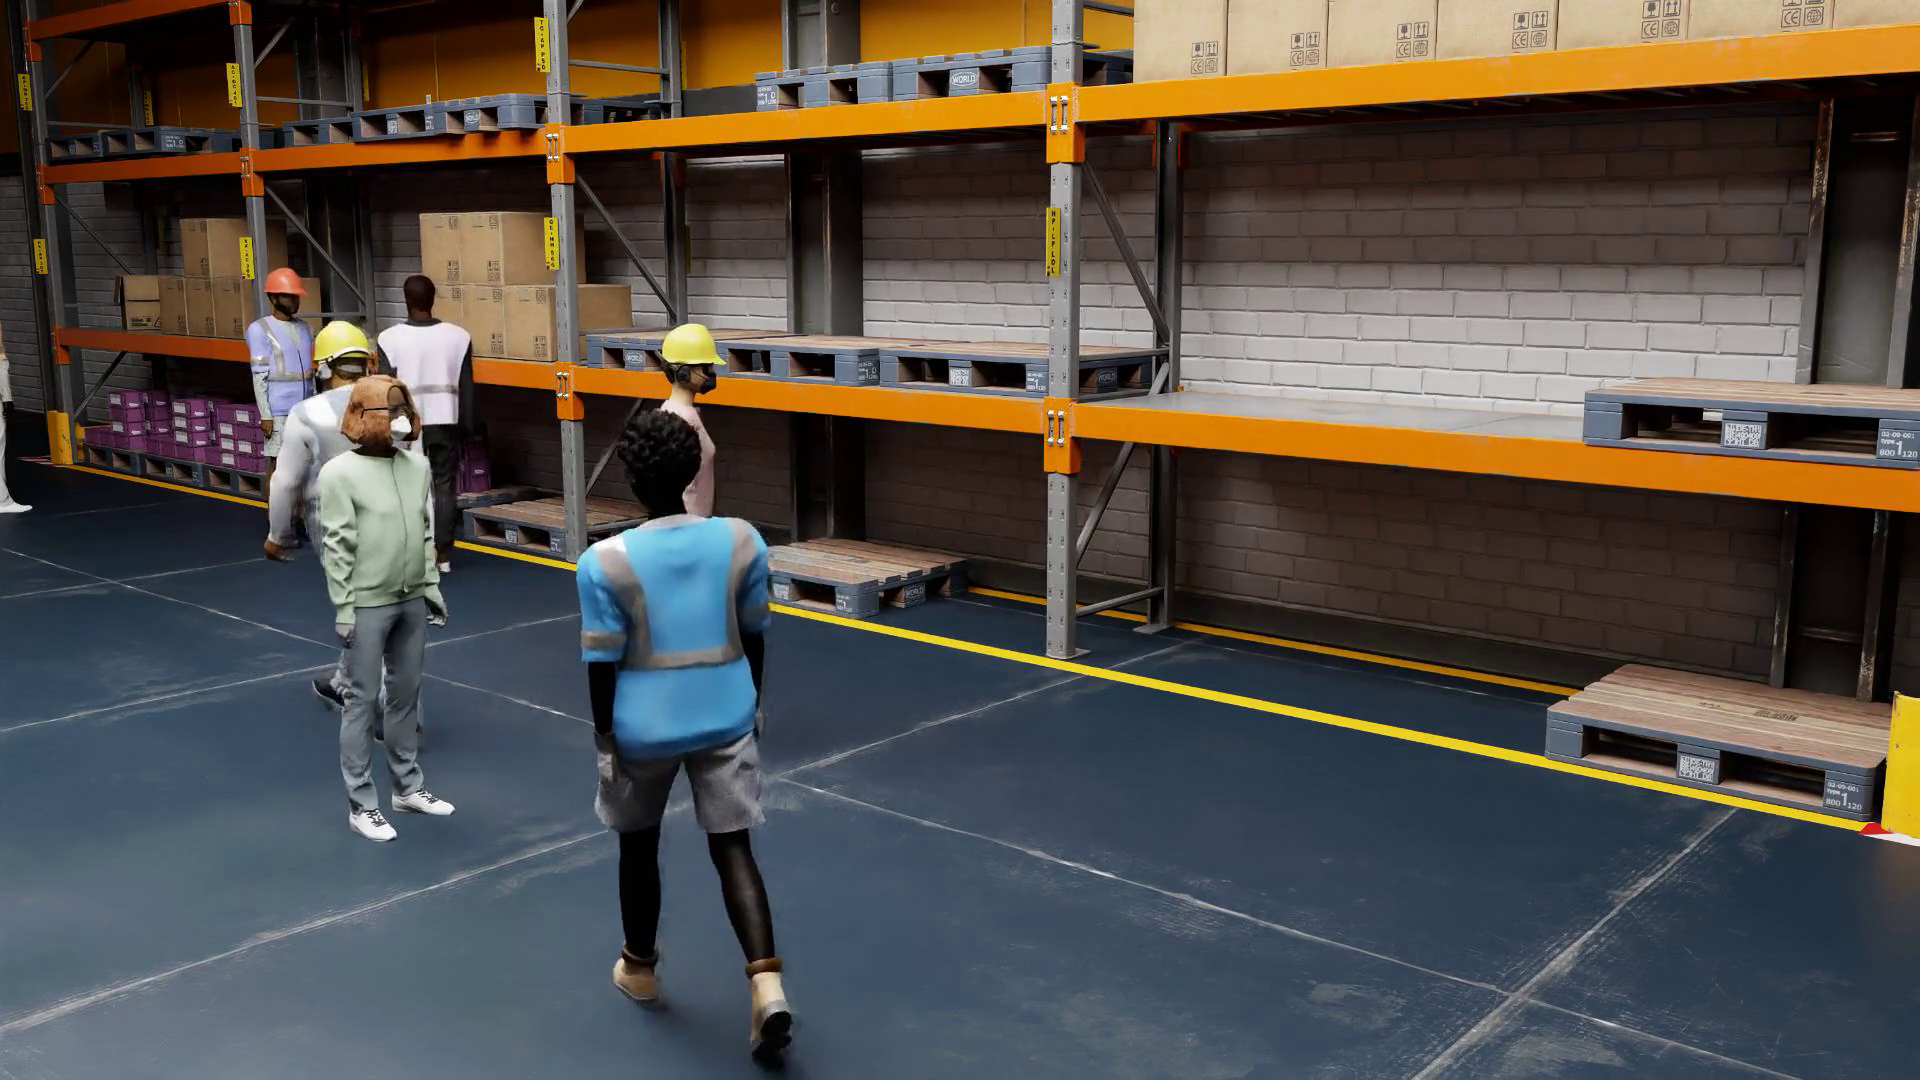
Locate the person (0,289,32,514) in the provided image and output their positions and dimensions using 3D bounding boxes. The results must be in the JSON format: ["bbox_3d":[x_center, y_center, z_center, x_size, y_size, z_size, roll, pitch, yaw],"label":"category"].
[{"bbox_3d":[-7.620,-1.159,13.002,0.595,1.925,0.373,4,11,24],"label":"person"}]

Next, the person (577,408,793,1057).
[{"bbox_3d":[-0.704,0.494,4.318,0.535,1.670,0.780,-5,11,-26],"label":"person"}]

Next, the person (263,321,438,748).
[{"bbox_3d":[-2.568,-0.033,7.066,0.990,1.772,0.585,7,12,34],"label":"person"}]

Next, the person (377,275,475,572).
[{"bbox_3d":[-3.375,-0.725,10.579,0.619,1.907,0.462,-5,11,-28],"label":"person"}]

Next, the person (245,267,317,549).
[{"bbox_3d":[-4.663,-0.917,11.587,0.351,1.941,0.545,4,11,23],"label":"person"}]

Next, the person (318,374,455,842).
[{"bbox_3d":[-2.034,0.239,5.921,0.279,1.619,0.499,5,11,25],"label":"person"}]

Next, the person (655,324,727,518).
[{"bbox_3d":[-1.119,-0.010,6.921,0.328,1.767,0.532,-2,10,-12],"label":"person"}]
